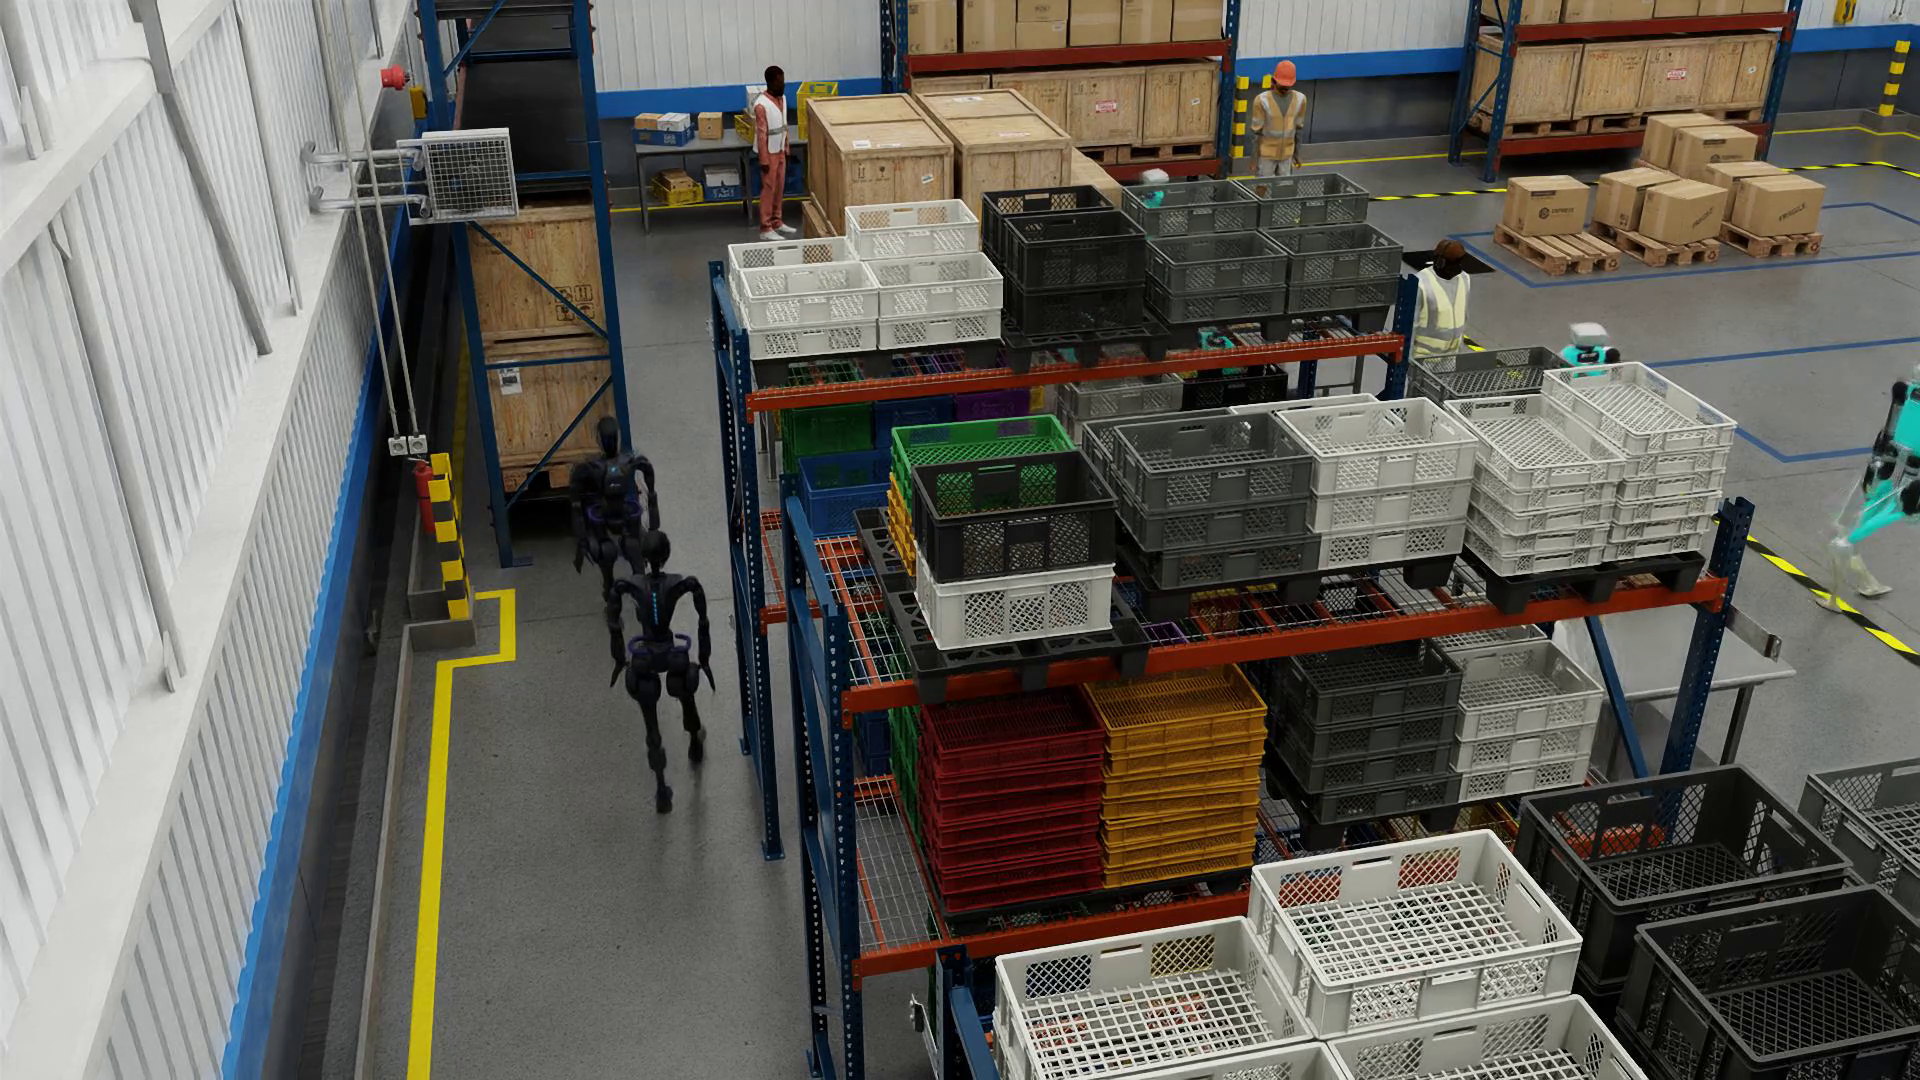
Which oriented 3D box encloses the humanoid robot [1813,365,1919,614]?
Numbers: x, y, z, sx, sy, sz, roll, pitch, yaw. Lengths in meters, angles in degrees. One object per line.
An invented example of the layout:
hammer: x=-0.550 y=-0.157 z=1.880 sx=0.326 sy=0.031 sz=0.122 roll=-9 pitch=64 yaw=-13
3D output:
humanoid robot: x=6.041 y=-0.294 z=11.062 sx=0.975 sy=1.763 sz=0.530 roll=-8 pitch=29 yaw=-16

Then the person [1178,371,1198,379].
person: x=1.473 y=-0.445 z=11.318 sx=0.430 sy=1.742 sz=0.550 roll=4 pitch=28 yaw=7

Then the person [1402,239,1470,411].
person: x=3.764 y=-1.503 z=13.226 sx=0.627 sy=1.837 sz=0.429 roll=-13 pitch=30 yaw=-23

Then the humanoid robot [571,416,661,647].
humanoid robot: x=-2.194 y=-0.037 z=10.651 sx=0.583 sy=1.628 sz=0.776 roll=-9 pitch=29 yaw=-17

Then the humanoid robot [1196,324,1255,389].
humanoid robot: x=1.683 y=-0.670 z=11.856 sx=0.724 sy=1.898 sz=0.557 roll=-24 pitch=36 yaw=-37

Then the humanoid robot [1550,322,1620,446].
humanoid robot: x=4.350 y=-0.528 z=11.597 sx=0.542 sy=1.896 sz=0.710 roll=-6 pitch=28 yaw=-11

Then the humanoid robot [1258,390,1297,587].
humanoid robot: x=2.029 y=-0.236 z=11.002 sx=0.611 sy=1.637 sz=0.589 roll=-14 pitch=31 yaw=-24

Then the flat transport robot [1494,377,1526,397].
flat transport robot: x=4.780 y=-1.036 z=14.013 sx=0.659 sy=0.231 sz=1.431 roll=-6 pitch=28 yaw=-12

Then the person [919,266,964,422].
person: x=-0.135 y=-1.241 z=12.710 sx=0.507 sy=1.846 sz=0.344 roll=23 pitch=36 yaw=37

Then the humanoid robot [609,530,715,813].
humanoid robot: x=-1.678 y=0.659 z=9.314 sx=0.588 sy=1.634 sz=0.715 roll=-3 pitch=28 yaw=-6

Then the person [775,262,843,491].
person: x=-1.113 y=-1.194 z=12.654 sx=0.770 sy=1.814 sz=0.601 roll=-5 pitch=28 yaw=-10

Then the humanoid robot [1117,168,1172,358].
humanoid robot: x=1.554 y=-2.404 z=15.143 sx=0.717 sy=1.897 sz=0.540 roll=-12 pitch=30 yaw=-22

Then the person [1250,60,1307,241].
person: x=3.460 y=-4.204 z=18.136 sx=0.607 sy=2.030 sz=0.406 roll=-6 pitch=28 yaw=-11

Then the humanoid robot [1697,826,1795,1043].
humanoid robot: x=3.361 y=1.906 z=6.964 sx=0.599 sy=1.654 sz=0.555 roll=15 pitch=31 yaw=27

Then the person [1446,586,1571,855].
person: x=2.845 y=0.980 z=8.507 sx=0.680 sy=1.832 sz=0.600 roll=7 pitch=29 yaw=12

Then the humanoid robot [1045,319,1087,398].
humanoid robot: x=1.115 y=-1.055 z=12.541 sx=1.008 sy=1.765 sz=0.555 roll=1 pitch=28 yaw=2

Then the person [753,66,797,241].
person: x=-2.080 y=-4.288 z=18.429 sx=0.392 sy=1.910 sz=0.586 roll=10 pitch=29 yaw=18
